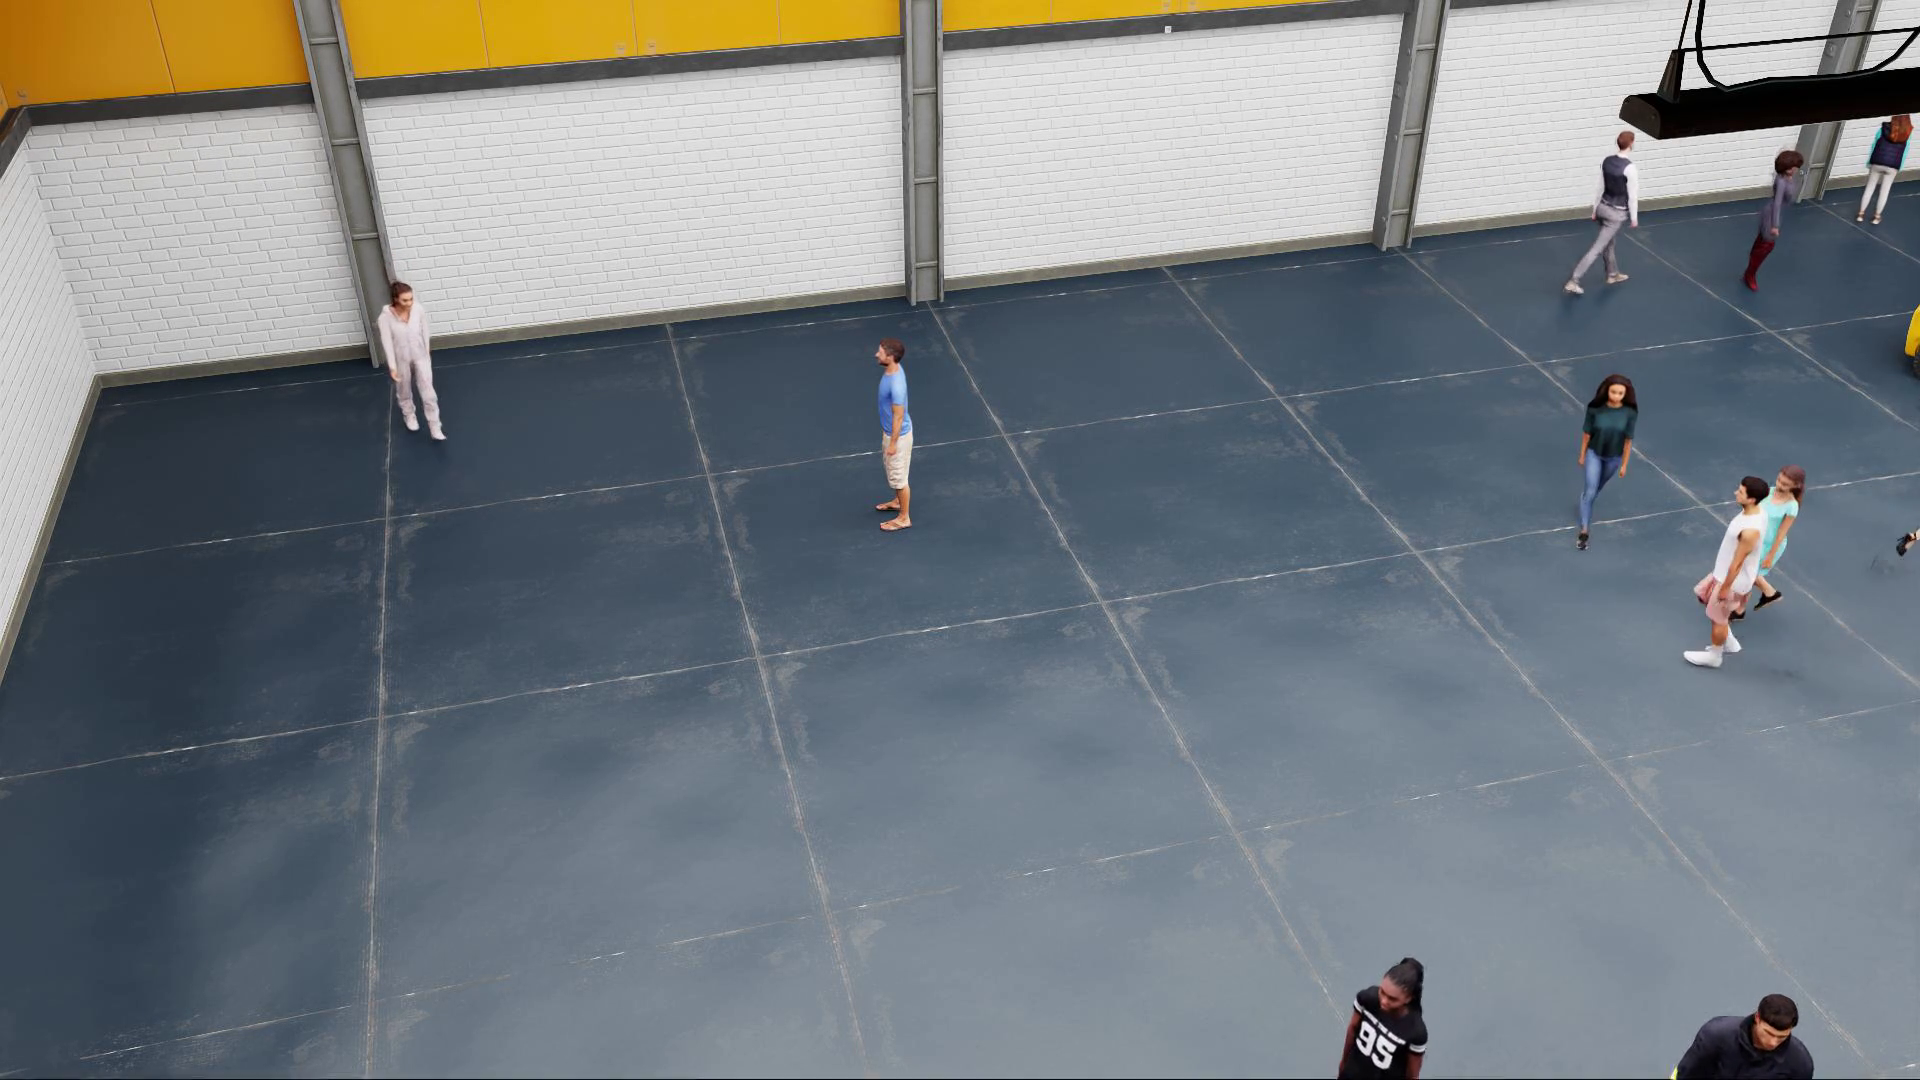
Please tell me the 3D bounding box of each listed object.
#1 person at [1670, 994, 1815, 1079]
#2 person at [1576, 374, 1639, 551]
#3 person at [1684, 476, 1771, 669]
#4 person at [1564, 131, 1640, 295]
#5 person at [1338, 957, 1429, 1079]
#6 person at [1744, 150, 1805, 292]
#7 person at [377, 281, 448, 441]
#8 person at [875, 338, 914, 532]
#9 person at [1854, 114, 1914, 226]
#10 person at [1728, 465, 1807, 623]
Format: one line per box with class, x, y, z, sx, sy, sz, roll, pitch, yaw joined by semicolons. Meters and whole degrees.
person;4.145;3.004;8.970;0.892;1.908;0.993;12;35;17
person;5.786;-0.780;14.964;1.104;1.574;1.004;8;34;12
person;6.215;0.293;13.170;0.886;1.774;0.830;15;36;21
person;7.414;-3.730;19.096;1.208;1.913;0.673;-10;35;-15
person;2.357;2.941;9.230;0.756;1.723;0.796;28;43;36
person;9.426;-3.762;19.341;0.811;1.696;0.765;9;35;13
person;-5.482;-1.802;16.441;1.044;1.641;0.879;-17;37;-24
person;-0.576;-0.983;15.007;0.599;1.864;0.667;-5;34;-7
person;11.690;-4.748;21.005;0.686;1.495;0.745;18;38;25
person;6.712;0.044;13.754;0.822;1.541;0.661;1;34;2
